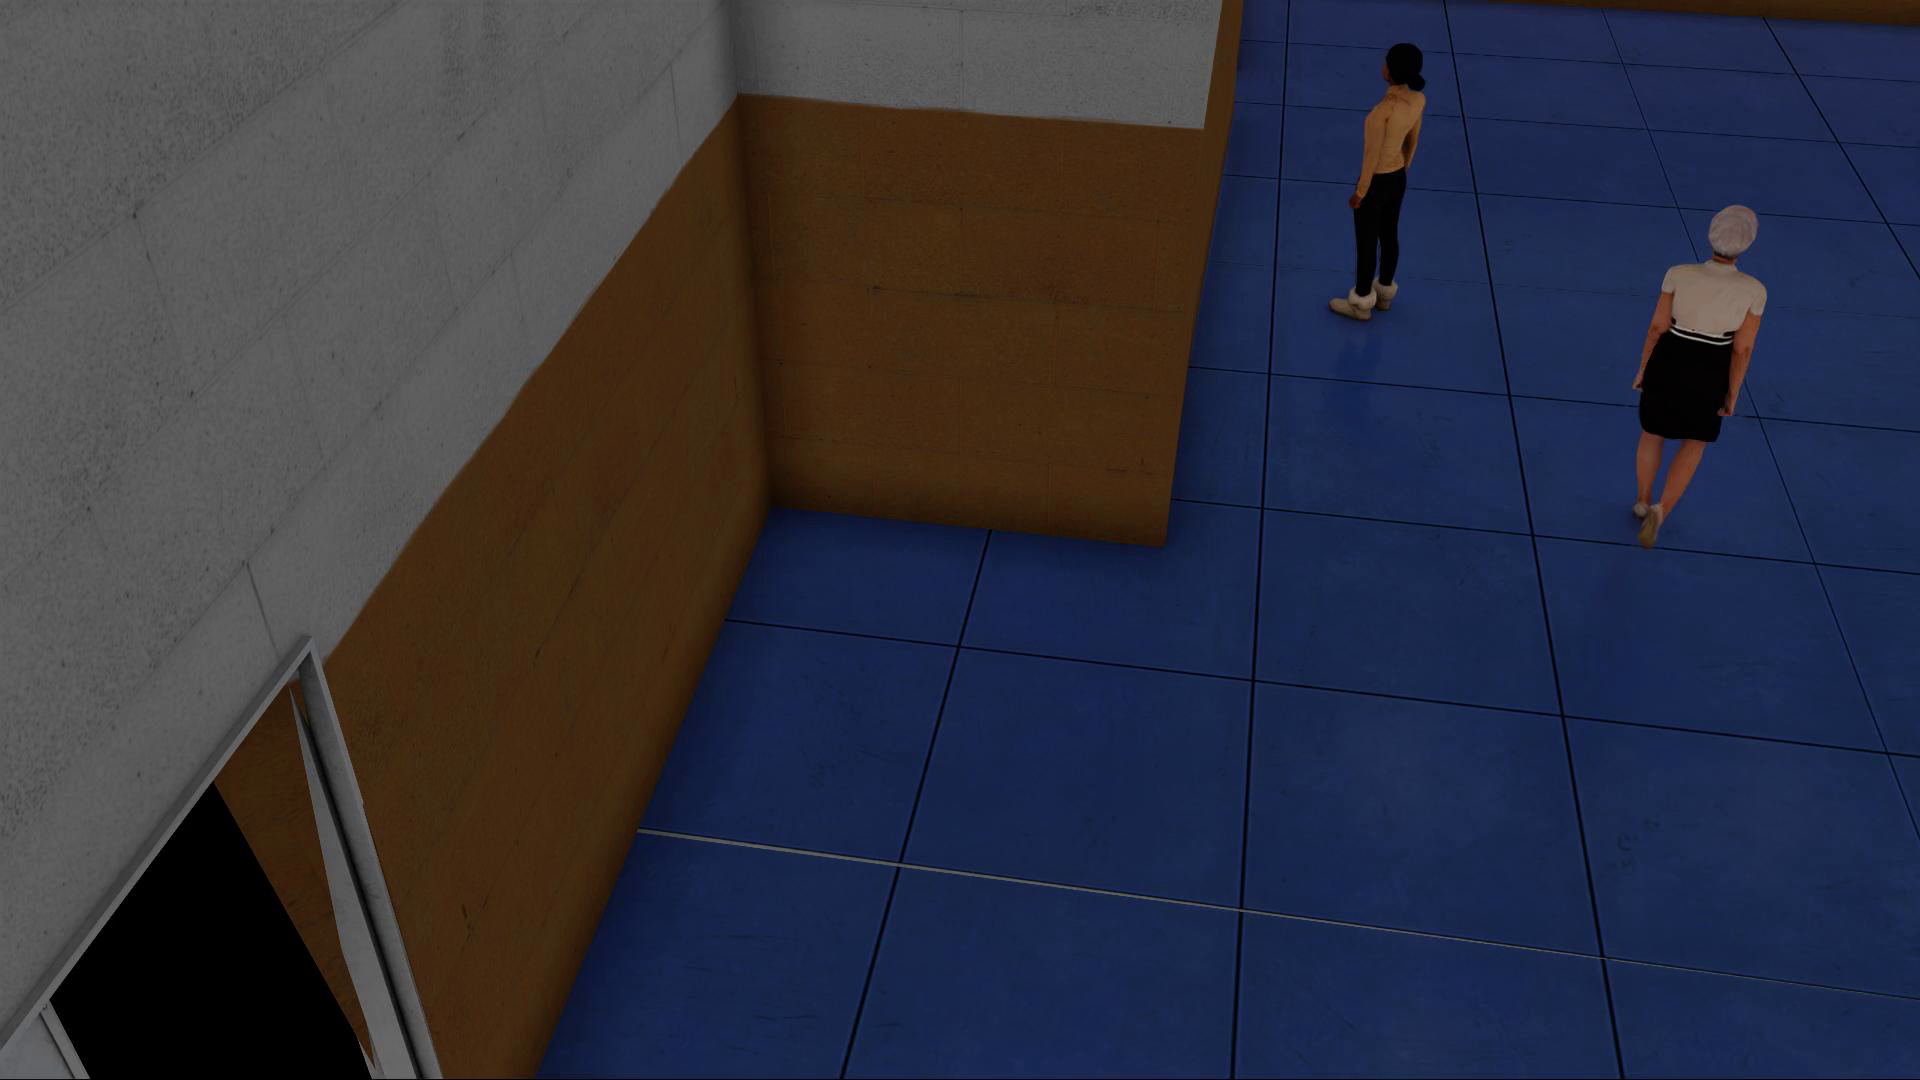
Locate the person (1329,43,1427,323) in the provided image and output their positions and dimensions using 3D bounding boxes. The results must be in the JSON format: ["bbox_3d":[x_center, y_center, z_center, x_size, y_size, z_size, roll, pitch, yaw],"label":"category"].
[{"bbox_3d":[2.454,-2.067,9.623,0.694,1.660,0.748,-24,43,-29],"label":"person"}]

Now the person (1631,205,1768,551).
[{"bbox_3d":[3.361,-0.698,7.730,0.904,1.741,0.847,18,41,22],"label":"person"}]
